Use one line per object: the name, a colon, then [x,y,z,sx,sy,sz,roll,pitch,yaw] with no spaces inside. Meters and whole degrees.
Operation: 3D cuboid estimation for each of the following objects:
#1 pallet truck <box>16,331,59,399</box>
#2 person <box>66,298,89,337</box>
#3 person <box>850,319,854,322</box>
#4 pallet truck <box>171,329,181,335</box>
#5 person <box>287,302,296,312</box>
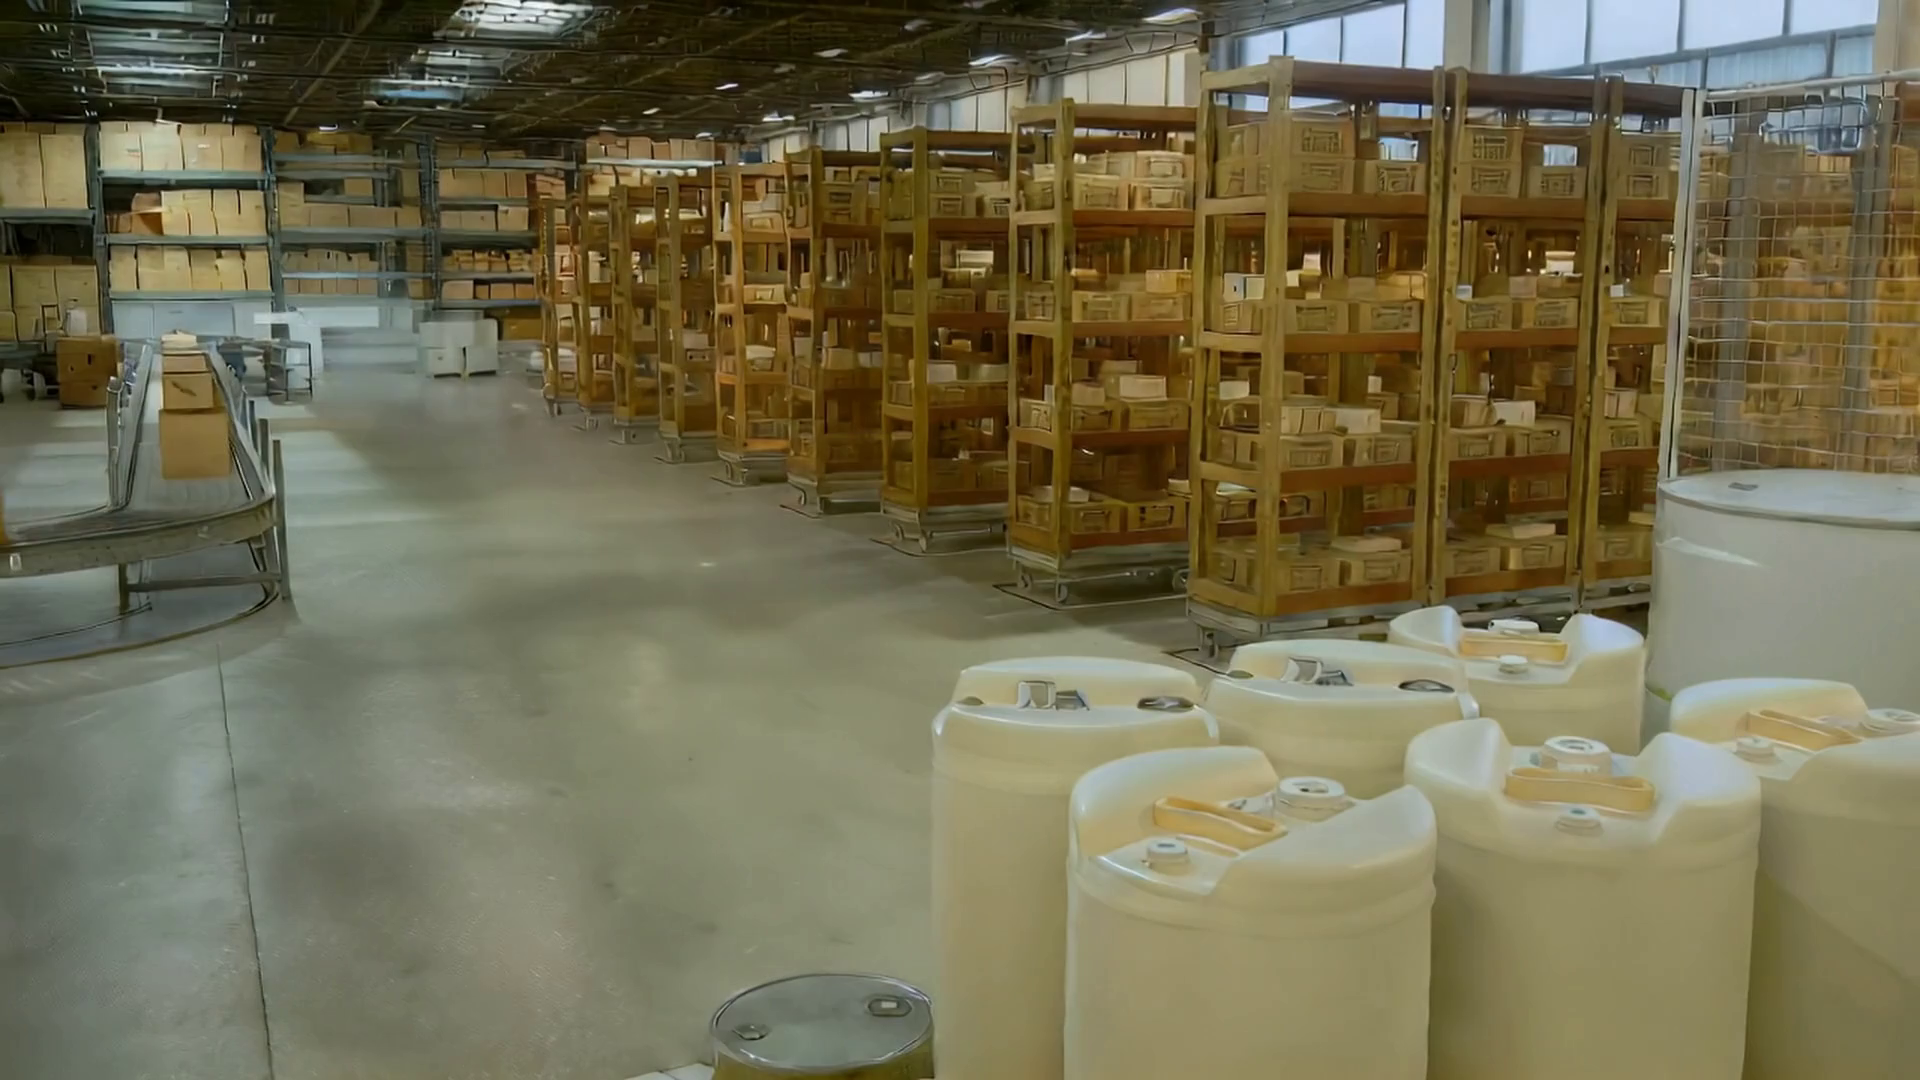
pallet truck: [-17.082,-3.353,31.781,1.630,1.274,0.653,-4,10,-25]
person: [-20.237,-4.636,38.141,0.404,1.826,0.592,3,10,18]
person: [-3.537,-7.016,53.110,0.557,1.739,0.714,-5,10,-27]
pallet truck: [-17.275,-3.851,35.096,1.601,1.201,0.680,0,9,1]
person: [-16.726,-5.119,41.611,0.550,1.655,0.820,7,12,38]
